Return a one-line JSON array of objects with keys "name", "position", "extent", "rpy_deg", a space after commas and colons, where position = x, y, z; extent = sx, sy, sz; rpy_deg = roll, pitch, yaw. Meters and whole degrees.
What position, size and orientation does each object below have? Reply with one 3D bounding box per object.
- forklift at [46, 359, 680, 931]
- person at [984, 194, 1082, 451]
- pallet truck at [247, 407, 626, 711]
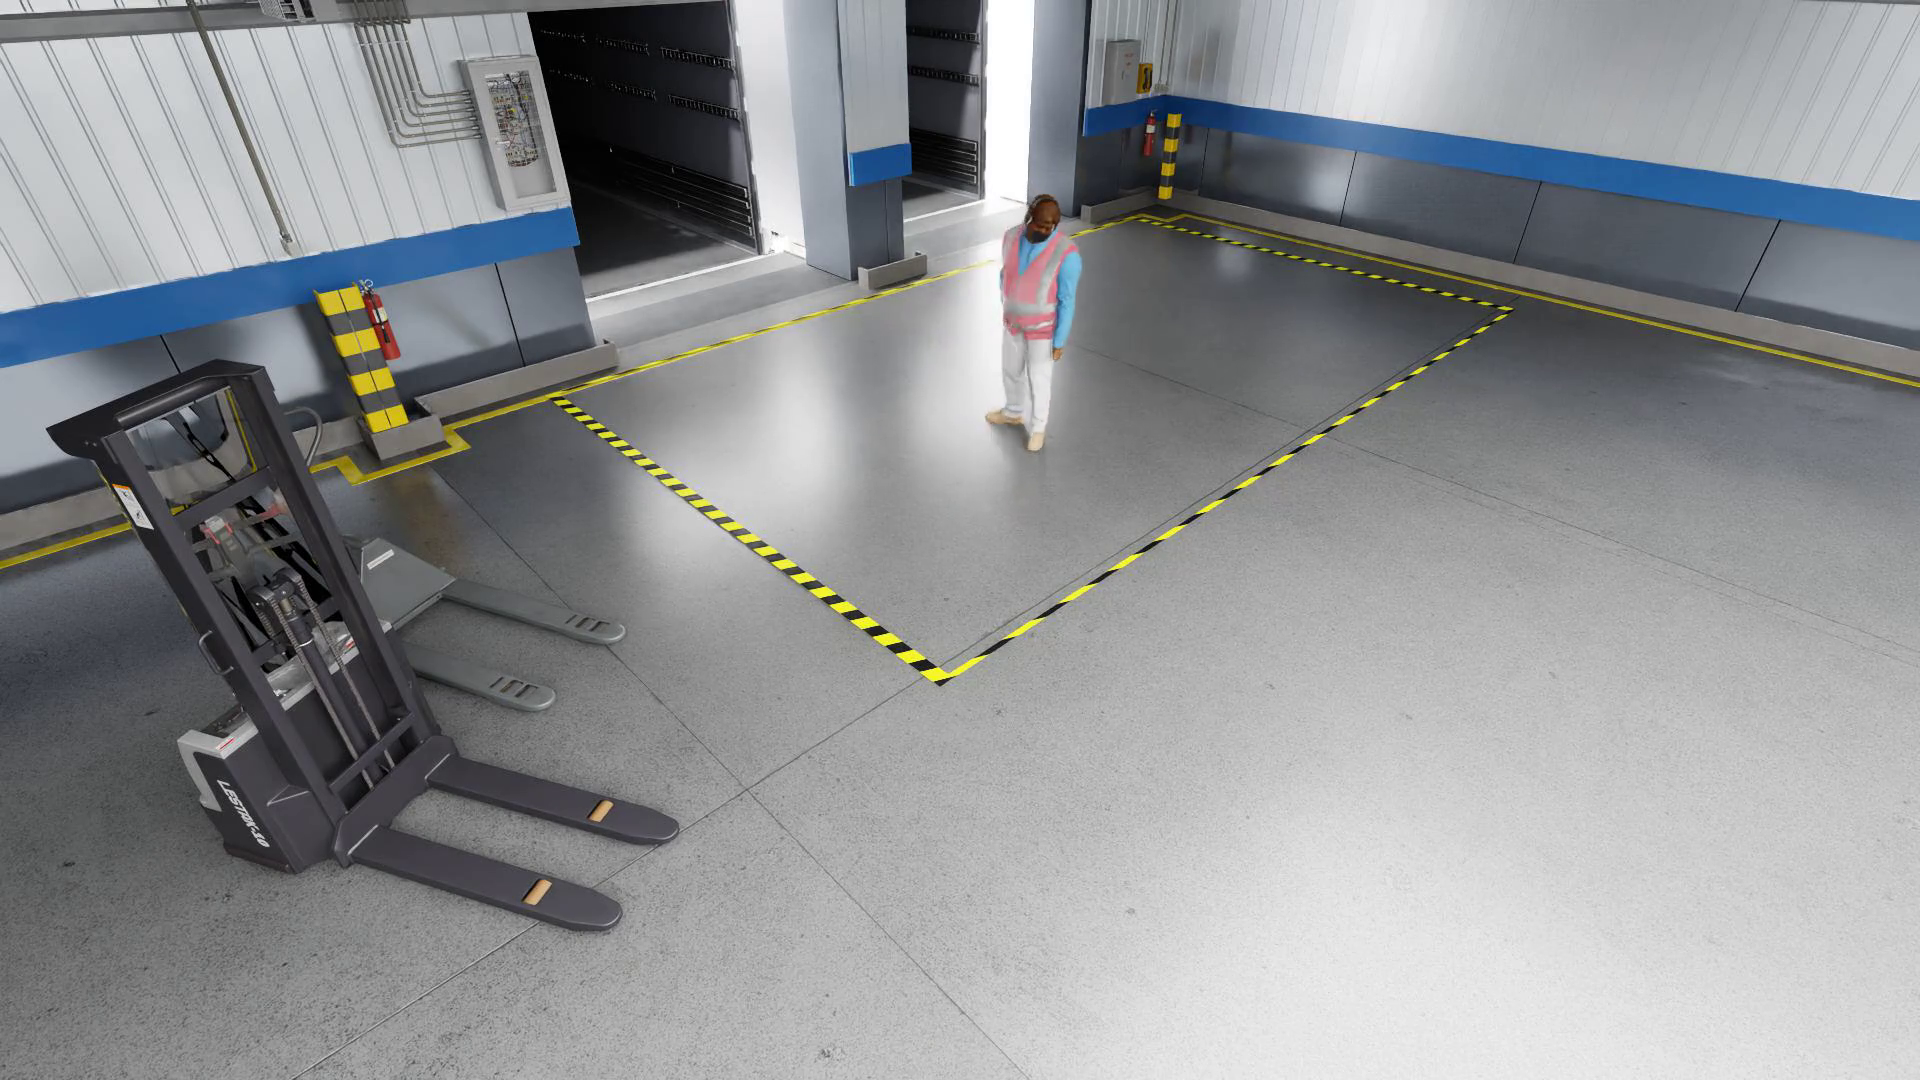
[{"name": "forklift", "position": [-2.135, 0.422, 3.354], "extent": [1.885, 1.965, 0.823], "rpy_deg": [10, 35, 14]}, {"name": "person", "position": [0.458, -1.484, 6.332], "extent": [0.767, 1.802, 0.453], "rpy_deg": [28, 43, 35]}, {"name": "pallet truck", "position": [-2.628, 0.038, 4.590], "extent": [1.601, 1.201, 0.680], "rpy_deg": [12, 36, 18]}]
